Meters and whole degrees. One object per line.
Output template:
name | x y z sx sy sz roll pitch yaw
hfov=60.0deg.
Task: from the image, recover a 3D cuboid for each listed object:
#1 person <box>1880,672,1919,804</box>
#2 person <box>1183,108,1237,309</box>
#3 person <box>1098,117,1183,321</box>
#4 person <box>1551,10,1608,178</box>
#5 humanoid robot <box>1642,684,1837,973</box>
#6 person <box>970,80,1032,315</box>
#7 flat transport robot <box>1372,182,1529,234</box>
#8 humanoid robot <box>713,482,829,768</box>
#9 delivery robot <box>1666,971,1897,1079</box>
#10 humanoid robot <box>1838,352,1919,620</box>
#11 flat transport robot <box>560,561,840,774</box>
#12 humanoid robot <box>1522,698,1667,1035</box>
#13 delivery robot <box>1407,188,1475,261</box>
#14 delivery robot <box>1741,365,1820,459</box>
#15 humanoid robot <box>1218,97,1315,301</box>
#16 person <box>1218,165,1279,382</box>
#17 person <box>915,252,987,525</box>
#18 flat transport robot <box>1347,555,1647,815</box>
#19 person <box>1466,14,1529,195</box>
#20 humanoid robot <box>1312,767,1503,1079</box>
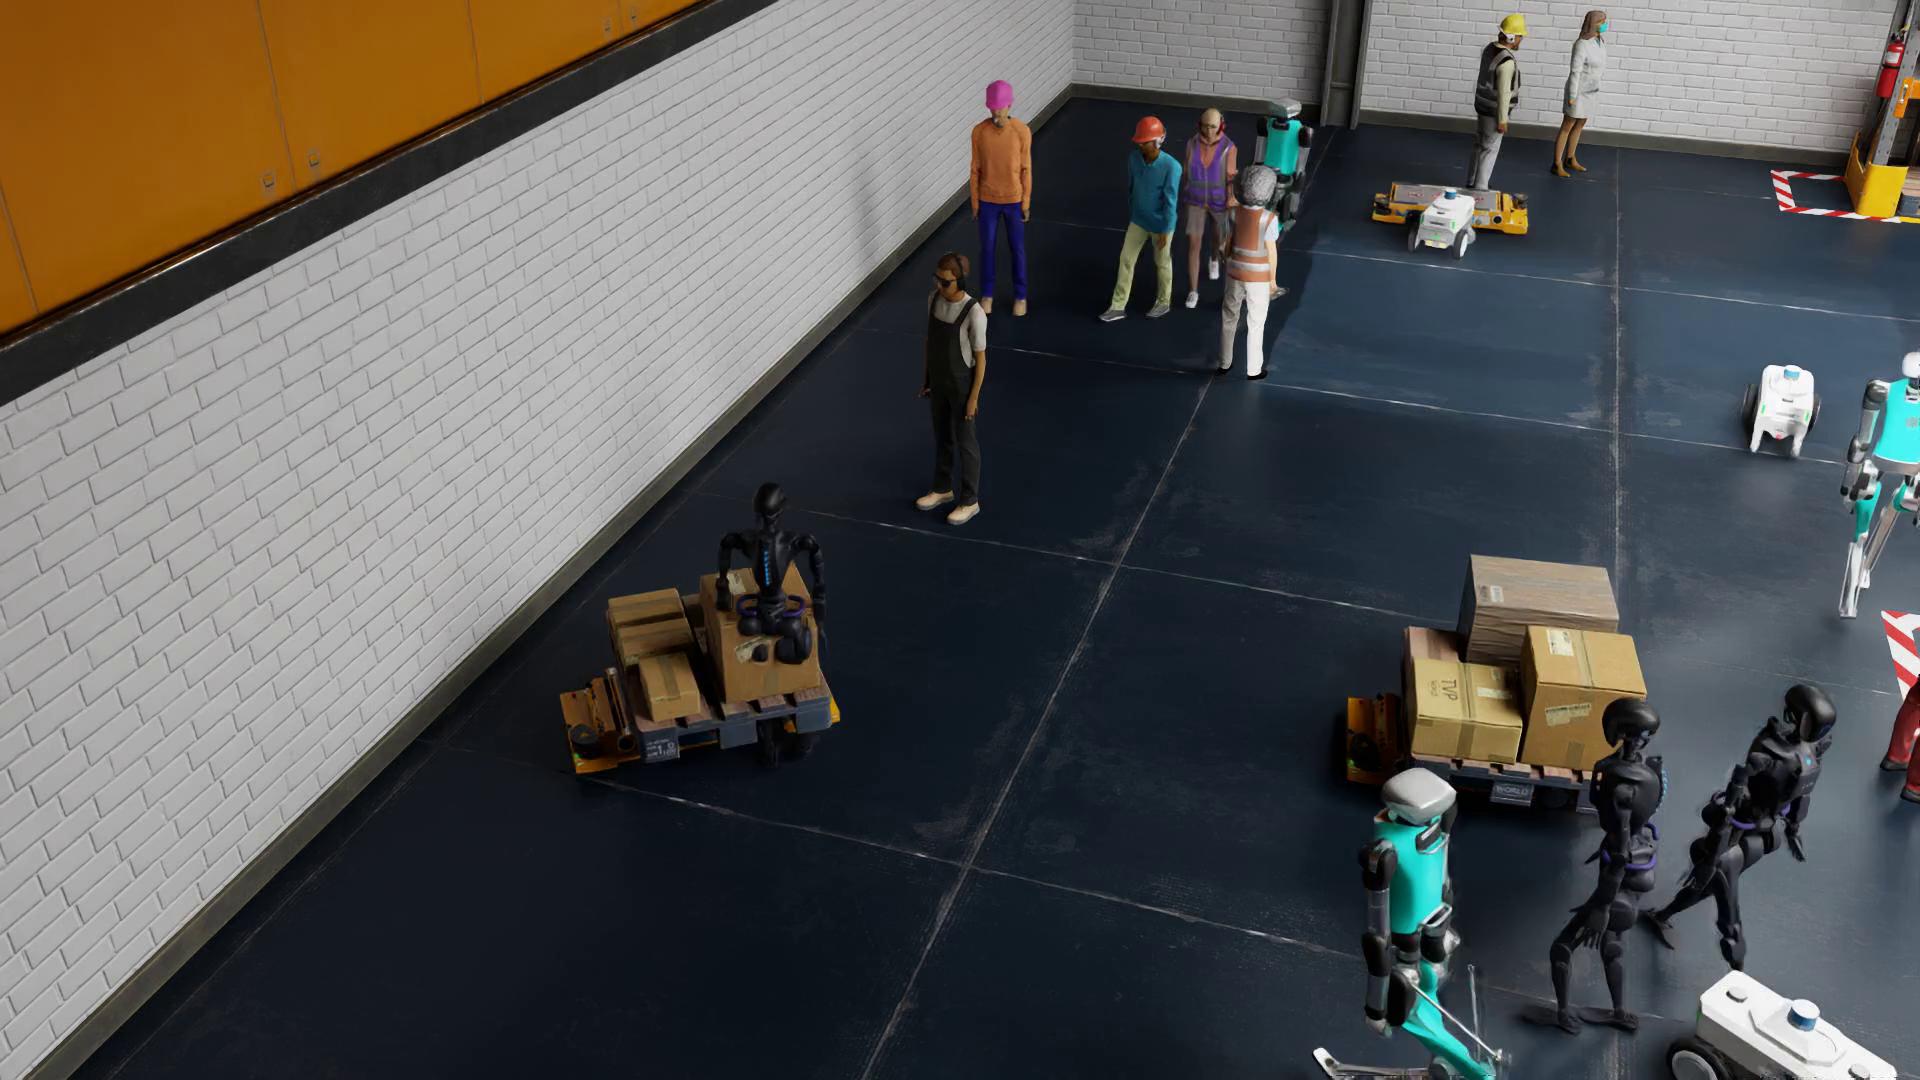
person | 5.012 0.521 8.266 0.332 1.762 0.525 4 31 7
person | 2.132 -2.887 14.167 0.486 1.653 0.881 8 31 14
person | 1.503 -2.587 13.586 0.576 1.719 0.773 26 39 37
person | 6.374 -4.563 17.011 0.495 1.661 0.335 -23 38 -34
humanoid robot | 3.387 1.265 7.136 0.601 1.620 0.785 -15 34 -23
person | 0.335 -2.820 13.747 0.517 1.974 0.403 4 31 7
flat transport robot | 4.743 -3.210 16.086 1.431 0.231 0.659 8 31 13
humanoid robot | -0.977 0.435 8.495 0.602 1.657 0.346 1 30 1
delivery robot | 3.340 2.113 6.768 0.499 0.614 0.812 -21 36 -32
humanoid robot | 5.472 -0.352 9.796 0.550 1.744 1.043 14 33 23
flat transport robot | -1.431 0.889 9.112 1.431 0.231 0.659 -10 32 -16
humanoid robot | 2.726 1.385 6.891 0.441 1.634 0.608 12 32 19
delivery robot | 4.481 -2.923 15.324 0.520 0.603 0.774 16 34 25
delivery robot | 5.937 -0.974 11.991 0.499 0.585 0.784 13 33 21
humanoid robot | 2.502 -2.743 13.851 0.535 1.761 0.933 26 39 36
person | 2.198 -2.016 12.649 0.435 1.689 0.312 17 35 27
person | -0.053 -0.986 10.748 0.345 1.846 0.507 -27 40 -37
flat transport robot | 2.775 1.093 8.766 1.431 0.231 0.659 6 31 10
person | 5.245 -4.225 16.286 0.403 1.820 0.600 -1 30 -2
humanoid robot | 1.837 1.720 6.267 1.029 1.726 0.541 26 39 37
